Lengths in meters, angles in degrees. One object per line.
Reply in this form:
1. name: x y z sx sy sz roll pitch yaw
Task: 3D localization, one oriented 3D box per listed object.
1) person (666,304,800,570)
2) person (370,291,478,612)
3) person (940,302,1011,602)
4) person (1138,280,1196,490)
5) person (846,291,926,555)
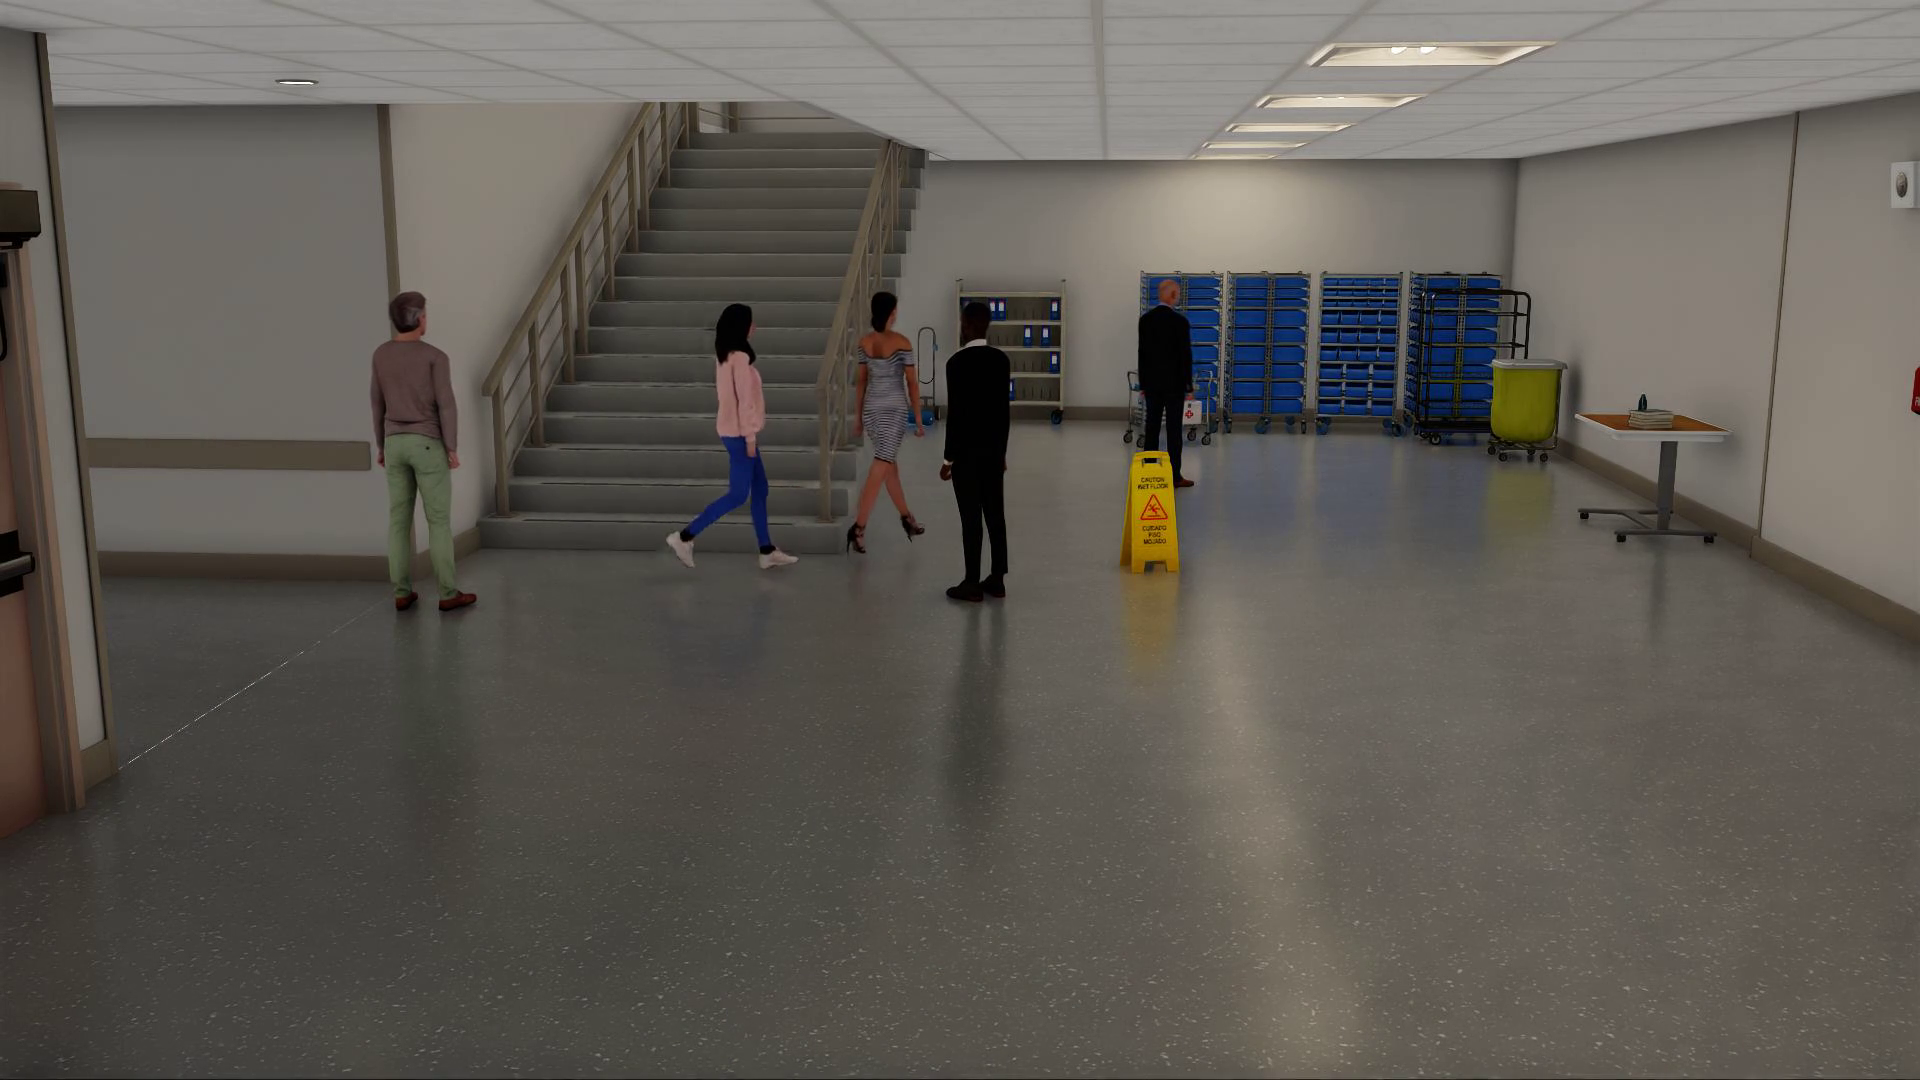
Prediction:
1. person: -1.507 -0.628 10.748 1.014 1.742 1.152 -4 11 -18
2. person: -3.213 -0.521 9.828 0.682 1.874 0.610 2 11 9
3. person: 0.124 -0.540 10.101 0.715 1.809 0.766 -8 13 -37
4. person: 1.780 -1.356 14.437 0.775 1.795 0.778 8 13 37
5. person: -0.563 -0.753 11.340 0.974 1.766 1.189 7 13 34
